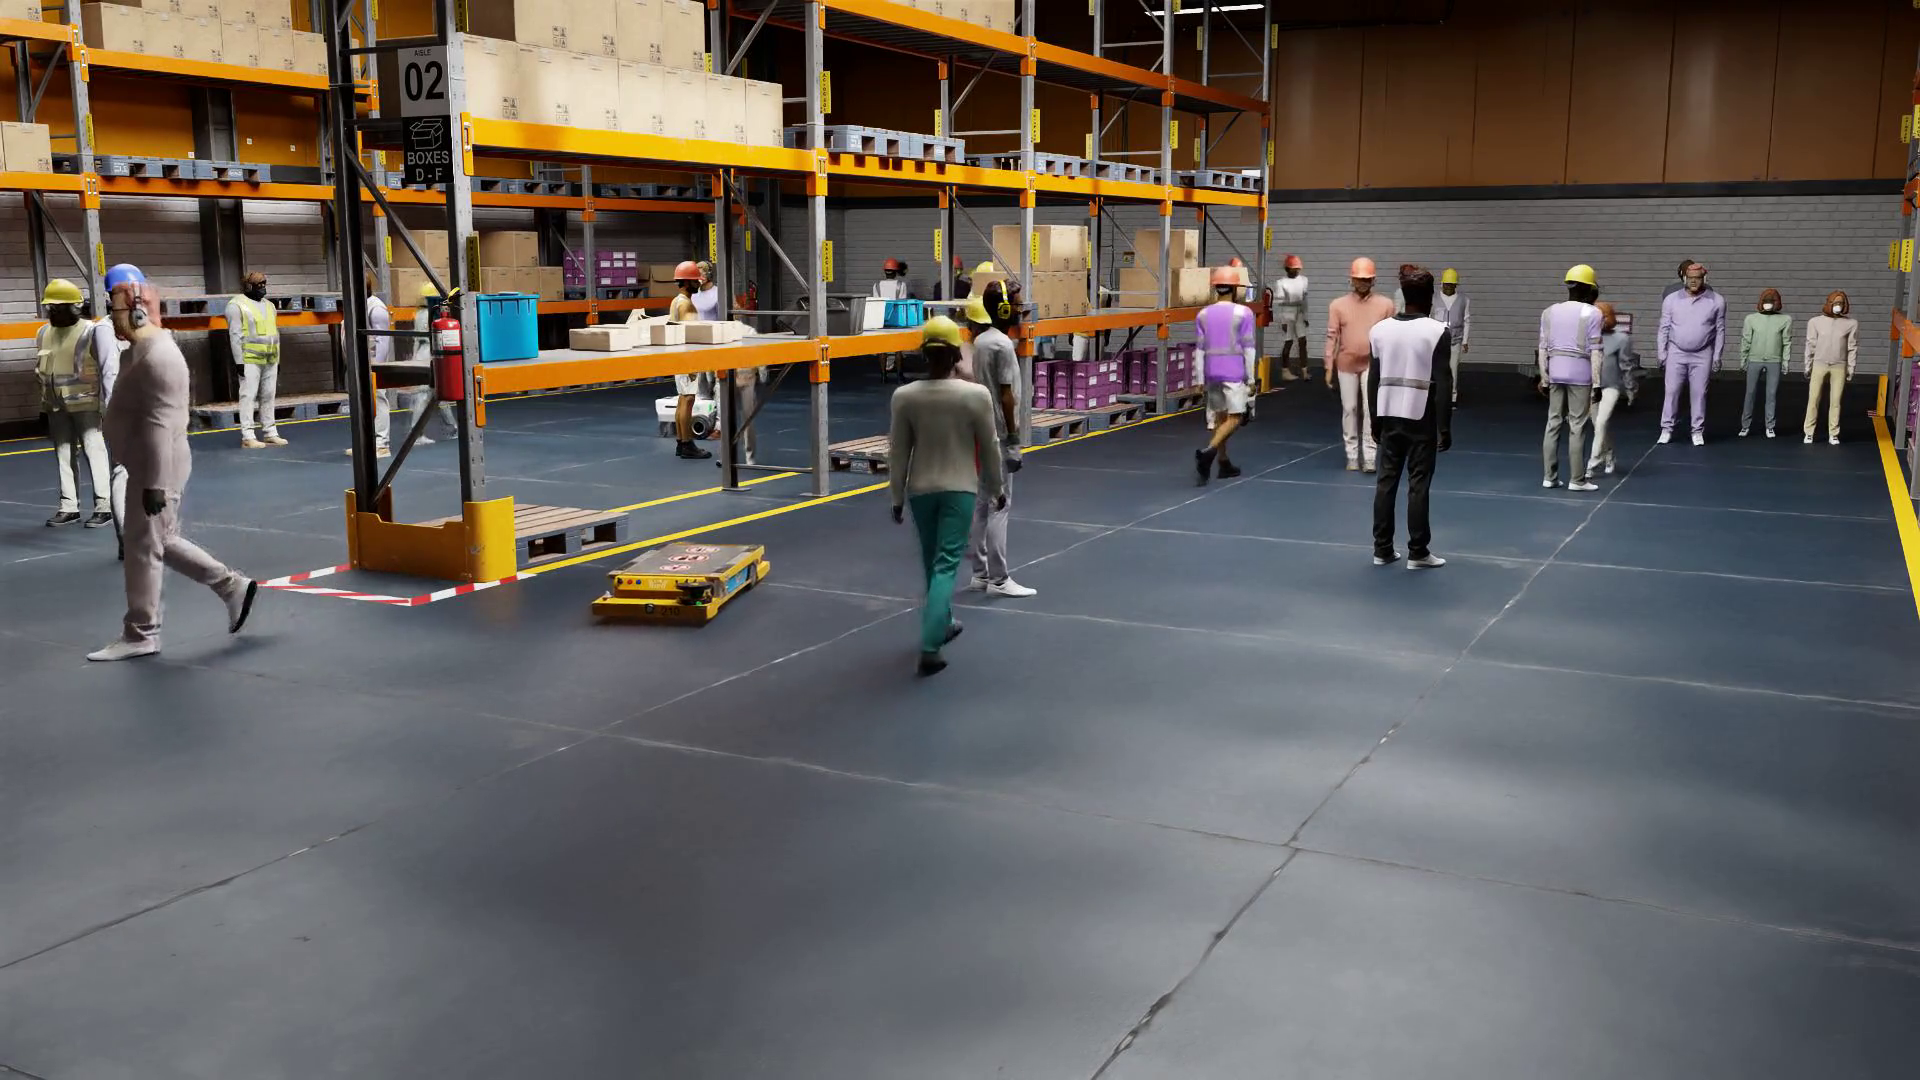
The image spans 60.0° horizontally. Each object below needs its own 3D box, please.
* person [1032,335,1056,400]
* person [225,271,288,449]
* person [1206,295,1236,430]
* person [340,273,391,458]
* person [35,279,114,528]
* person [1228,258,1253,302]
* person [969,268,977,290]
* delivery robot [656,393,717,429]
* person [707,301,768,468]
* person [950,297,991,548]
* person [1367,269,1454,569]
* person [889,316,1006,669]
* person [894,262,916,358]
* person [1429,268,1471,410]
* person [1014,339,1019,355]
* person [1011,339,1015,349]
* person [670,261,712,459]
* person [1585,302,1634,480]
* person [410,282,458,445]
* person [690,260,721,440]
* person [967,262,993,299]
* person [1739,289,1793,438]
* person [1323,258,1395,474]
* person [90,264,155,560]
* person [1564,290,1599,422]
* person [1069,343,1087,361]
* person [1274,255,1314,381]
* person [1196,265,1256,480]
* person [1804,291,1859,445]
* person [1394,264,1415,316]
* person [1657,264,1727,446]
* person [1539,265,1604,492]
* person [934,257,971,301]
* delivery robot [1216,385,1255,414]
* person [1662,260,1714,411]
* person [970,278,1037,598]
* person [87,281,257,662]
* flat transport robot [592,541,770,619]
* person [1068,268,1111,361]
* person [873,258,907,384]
[{"bbox_3d":[1.116,-2.752,22.893,0.534,1.652,0.817,1,10,6],"label":"person"},{"bbox_3d":[-7.308,-1.871,17.321,0.428,1.837,0.625,4,11,22],"label":"person"},{"bbox_3d":[3.045,-2.082,19.159,0.522,1.618,0.457,1,10,9],"label":"person"},{"bbox_3d":[-5.885,-1.727,16.463,0.619,1.839,0.430,9,14,43],"label":"person"},{"bbox_3d":[-6.540,-0.998,12.260,0.602,1.828,0.404,2,10,10],"label":"person"},{"bbox_3d":[4.306,-3.446,26.126,0.548,1.937,0.358,4,11,21],"label":"person"},{"bbox_3d":[0.211,-3.228,25.260,0.805,1.803,0.595,-9,13,-43],"label":"person"},{"bbox_3d":[-2.970,-1.440,18.239,0.707,0.478,0.477,3,10,18],"label":"delivery robot"},{"bbox_3d":[-2.082,-1.448,15.522,0.624,1.584,0.847,1,10,8],"label":"person"},{"bbox_3d":[0.137,-0.760,11.182,0.537,1.711,0.898,-5,11,-27],"label":"person"},{"bbox_3d":[2.885,-0.769,10.681,0.386,1.918,0.596,-9,13,-42],"label":"person"},{"bbox_3d":[-0.080,-0.249,8.268,0.533,1.715,0.930,3,10,19],"label":"person"},{"bbox_3d":[-1.037,-4.445,32.183,0.526,1.846,0.750,5,11,26],"label":"person"},{"bbox_3d":[6.274,-2.586,21.475,0.586,1.823,0.403,2,10,11],"label":"person"},{"bbox_3d":[0.862,-2.995,23.238,0.605,2.033,0.400,0,10,2],"label":"person"},{"bbox_3d":[0.382,-2.559,21.183,0.790,1.891,0.572,-7,12,-34],"label":"person"},{"bbox_3d":[-2.674,-1.770,16.418,0.354,1.939,0.544,-3,10,-18],"label":"person"},{"bbox_3d":[5.849,-1.363,15.064,0.813,1.594,0.535,-9,13,-42],"label":"person"},{"bbox_3d":[-5.550,-1.881,17.733,0.851,1.703,0.504,-9,13,-42],"label":"person"},{"bbox_3d":[-2.741,-2.049,18.032,0.628,1.940,0.373,7,12,36],"label":"person"},{"bbox_3d":[0.282,-2.347,19.825,0.402,1.919,0.586,5,11,25],"label":"person"},{"bbox_3d":[8.841,-1.937,18.267,0.507,1.631,0.273,5,11,25],"label":"person"},{"bbox_3d":[3.650,-1.575,15.195,0.654,1.960,0.906,2,10,11],"label":"person"},{"bbox_3d":[-5.478,-0.844,11.019,0.381,1.951,0.607,-1,10,-3],"label":"person"},{"bbox_3d":[7.495,-2.237,19.945,0.885,1.654,0.531,-7,12,-35],"label":"person"},{"bbox_3d":[1.758,-2.900,23.518,0.621,1.747,0.528,0,10,-2],"label":"person"},{"bbox_3d":[5.275,-3.469,26.103,0.716,1.986,0.796,-5,11,-26],"label":"person"},{"bbox_3d":[2.309,-1.463,14.704,0.551,1.917,0.799,8,13,39],"label":"person"},{"bbox_3d":[9.198,-1.816,17.595,0.498,1.627,0.277,4,10,21],"label":"person"},{"bbox_3d":[6.170,-2.910,23.250,0.608,1.852,0.813,-8,13,-39],"label":"person"},{"bbox_3d":[7.678,-1.940,17.495,0.652,1.906,0.402,4,11,23],"label":"person"},{"bbox_3d":[5.213,-1.370,14.165,0.381,1.918,0.584,-7,12,-36],"label":"person"},{"bbox_3d":[-0.108,-3.097,24.032,0.625,1.965,0.539,4,10,20],"label":"person"},{"bbox_3d":[3.250,-1.702,19.744,0.477,0.478,0.707,5,11,27],"label":"delivery robot"},{"bbox_3d":[9.241,-2.593,21.200,0.627,1.934,0.372,0,10,2],"label":"person"},{"bbox_3d":[0.233,-0.598,9.828,0.334,1.873,0.521,-3,10,-19],"label":"person"},{"bbox_3d":[-4.024,-0.354,8.378,0.768,1.886,0.666,-5,11,-28],"label":"person"},{"bbox_3d":[-1.602,0.214,9.751,0.652,0.197,1.431,1,10,7],"label":"flat transport robot"},{"bbox_3d":[1.784,-2.839,22.930,0.618,1.836,0.430,0,10,-2],"label":"person"},{"bbox_3d":[-1.067,-3.372,25.692,0.545,1.939,0.374,2,10,13],"label":"person"}]
